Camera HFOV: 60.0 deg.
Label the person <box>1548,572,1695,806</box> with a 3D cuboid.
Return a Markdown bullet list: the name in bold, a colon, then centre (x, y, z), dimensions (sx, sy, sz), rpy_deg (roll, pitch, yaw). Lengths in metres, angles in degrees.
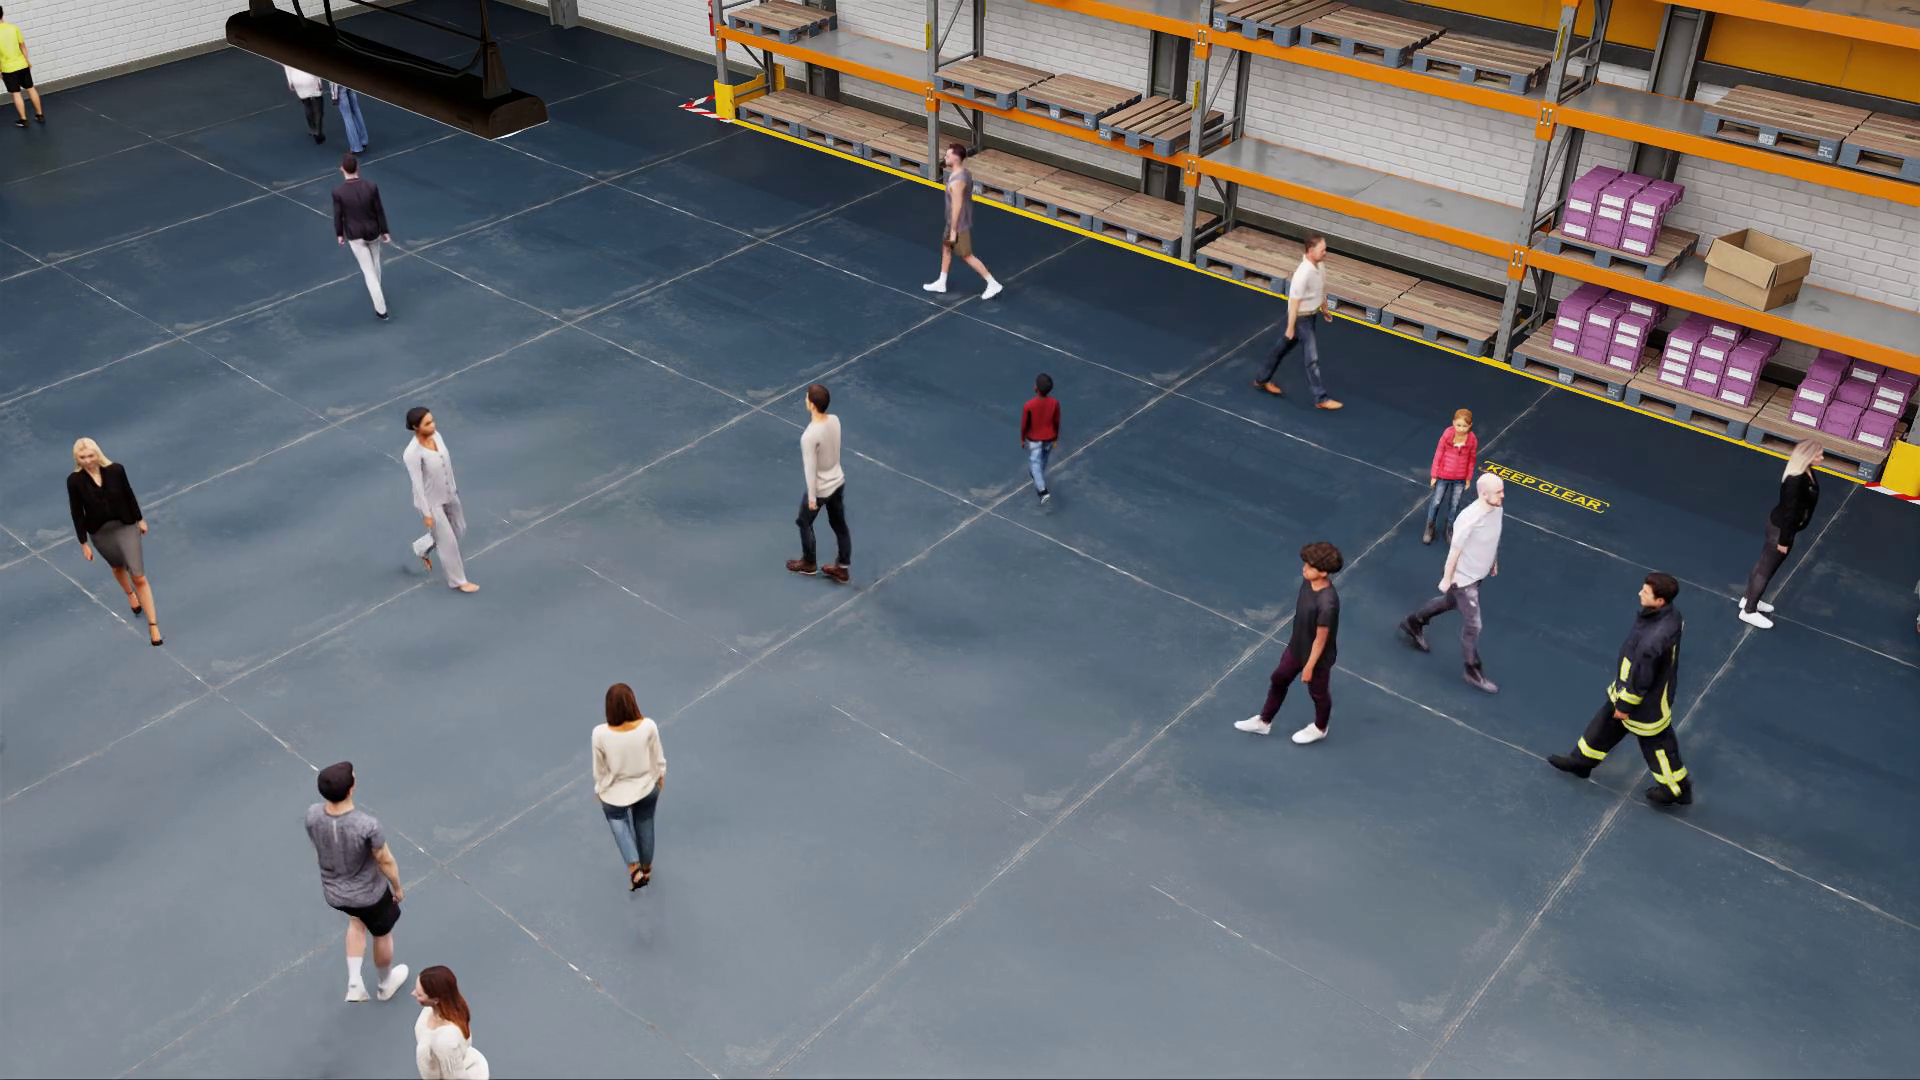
- **person**: centre (4.857, 1.080, 11.563), dimensions (1.339, 1.879, 1.011), rpy_deg (15, 37, 22)

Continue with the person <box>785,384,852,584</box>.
- **person**: centre (-1.058, -0.416, 13.841), dimensions (0.856, 1.848, 0.747), rpy_deg (19, 38, 26)

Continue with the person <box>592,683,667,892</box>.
- **person**: centre (-2.149, 1.671, 10.863), dimensions (0.793, 1.669, 0.849), rpy_deg (-9, 35, -14)

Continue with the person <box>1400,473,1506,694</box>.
- **person**: centre (3.853, 0.233, 12.906), dimensions (1.221, 1.801, 0.736), rpy_deg (29, 43, 36)

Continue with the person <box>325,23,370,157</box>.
- **person**: centre (-8.287, -6.068, 22.392), dimensions (0.685, 1.796, 0.696), rpy_deg (7, 34, 11)

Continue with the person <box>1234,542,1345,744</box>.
- **person**: centre (2.642, 0.764, 12.145), dimensions (1.001, 1.760, 0.985), rpy_deg (-8, 34, -12)

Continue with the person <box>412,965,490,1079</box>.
- **person**: centre (-2.700, 2.908, 8.981), dimensions (0.764, 1.692, 0.664), rpy_deg (-10, 35, -14)

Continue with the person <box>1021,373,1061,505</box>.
- **person**: centre (0.752, -0.917, 15.147), dimensions (0.780, 1.236, 0.915), rpy_deg (-10, 35, -14)

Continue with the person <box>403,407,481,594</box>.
- **person**: centre (-4.430, -0.347, 13.855), dimensions (1.002, 1.718, 0.828), rpy_deg (11, 35, 16)

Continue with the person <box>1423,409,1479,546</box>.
- **person**: centre (4.298, -0.566, 14.546), dimensions (0.570, 1.318, 0.654), rpy_deg (5, 34, 7)

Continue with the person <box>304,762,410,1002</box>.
- **person**: centre (-3.667, 2.149, 9.977), dimensions (0.856, 1.854, 0.907), rpy_deg (6, 34, 10)

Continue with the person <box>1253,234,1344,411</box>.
- **person**: centre (3.320, -2.213, 16.585), dimensions (1.262, 1.804, 0.802), rpy_deg (19, 38, 26)

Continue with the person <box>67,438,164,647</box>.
- **person**: centre (-6.793, -0.045, 13.339), dimensions (0.897, 1.786, 1.247), rpy_deg (-19, 38, -27)

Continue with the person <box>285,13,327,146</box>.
- **person**: centre (-8.940, -6.233, 22.642), dimensions (0.824, 1.793, 0.885), rpy_deg (-5, 34, -7)

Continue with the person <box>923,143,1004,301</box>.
- **person**: centre (0.082, -3.536, 18.641), dimensions (1.280, 1.813, 1.017), rpy_deg (6, 34, 9)

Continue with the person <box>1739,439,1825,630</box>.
- **person**: centre (6.656, -0.082, 13.486), dimensions (0.612, 1.685, 0.660), rpy_deg (15, 37, 22)

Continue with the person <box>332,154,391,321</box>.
- **person**: centre (-6.502, -3.271, 18.180), dimensions (0.975, 1.800, 1.255), rpy_deg (-17, 37, -23)

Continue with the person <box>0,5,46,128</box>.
- **person**: centre (-13.330, -6.703, 23.427), dimensions (0.509, 1.708, 0.611), rpy_deg (25, 41, 32)
